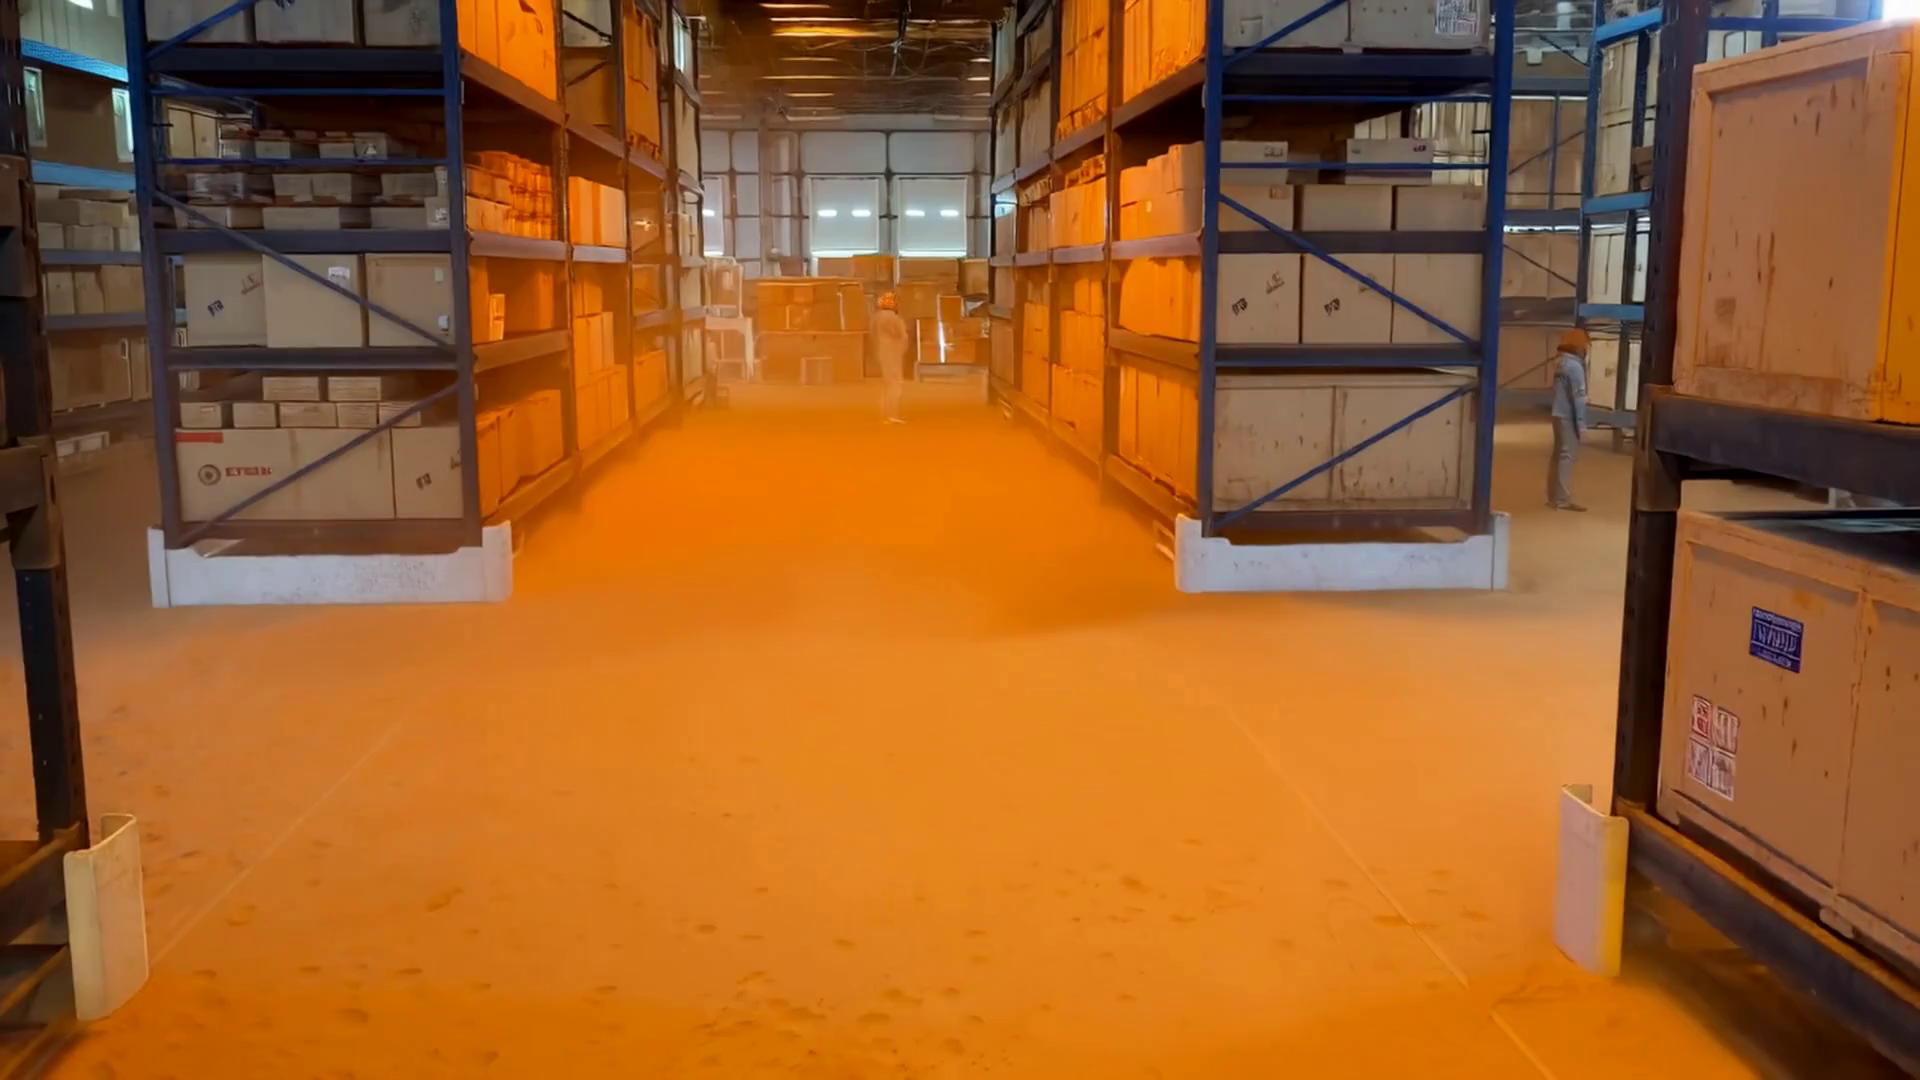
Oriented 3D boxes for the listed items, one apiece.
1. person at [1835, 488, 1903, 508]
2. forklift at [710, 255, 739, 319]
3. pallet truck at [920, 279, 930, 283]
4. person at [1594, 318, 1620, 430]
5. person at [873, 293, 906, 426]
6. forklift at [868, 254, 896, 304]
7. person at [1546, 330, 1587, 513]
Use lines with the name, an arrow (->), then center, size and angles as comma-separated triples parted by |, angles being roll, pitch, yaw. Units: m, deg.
person -> 5.055, -0.274, 9.286 | 0.387, 1.846, 0.566 | -1, 9, -4
forklift -> -8.368, -8.713, 59.038 | 1.129, 2.768, 1.873 | -1, 9, -4
pallet truck -> -0.932, -8.922, 63.114 | 1.885, 1.965, 0.823 | 2, 9, 13
person -> 8.901, -2.321, 22.790 | 0.308, 1.641, 0.517 | -1, 9, -4
person -> -0.972, -2.537, 23.461 | 0.448, 1.863, 0.761 | -5, 10, -26
forklift -> -2.602, -8.190, 55.759 | 1.129, 2.768, 1.873 | -5, 11, -30
person -> 5.451, -1.060, 14.891 | 0.280, 1.633, 0.502 | -1, 9, -4
